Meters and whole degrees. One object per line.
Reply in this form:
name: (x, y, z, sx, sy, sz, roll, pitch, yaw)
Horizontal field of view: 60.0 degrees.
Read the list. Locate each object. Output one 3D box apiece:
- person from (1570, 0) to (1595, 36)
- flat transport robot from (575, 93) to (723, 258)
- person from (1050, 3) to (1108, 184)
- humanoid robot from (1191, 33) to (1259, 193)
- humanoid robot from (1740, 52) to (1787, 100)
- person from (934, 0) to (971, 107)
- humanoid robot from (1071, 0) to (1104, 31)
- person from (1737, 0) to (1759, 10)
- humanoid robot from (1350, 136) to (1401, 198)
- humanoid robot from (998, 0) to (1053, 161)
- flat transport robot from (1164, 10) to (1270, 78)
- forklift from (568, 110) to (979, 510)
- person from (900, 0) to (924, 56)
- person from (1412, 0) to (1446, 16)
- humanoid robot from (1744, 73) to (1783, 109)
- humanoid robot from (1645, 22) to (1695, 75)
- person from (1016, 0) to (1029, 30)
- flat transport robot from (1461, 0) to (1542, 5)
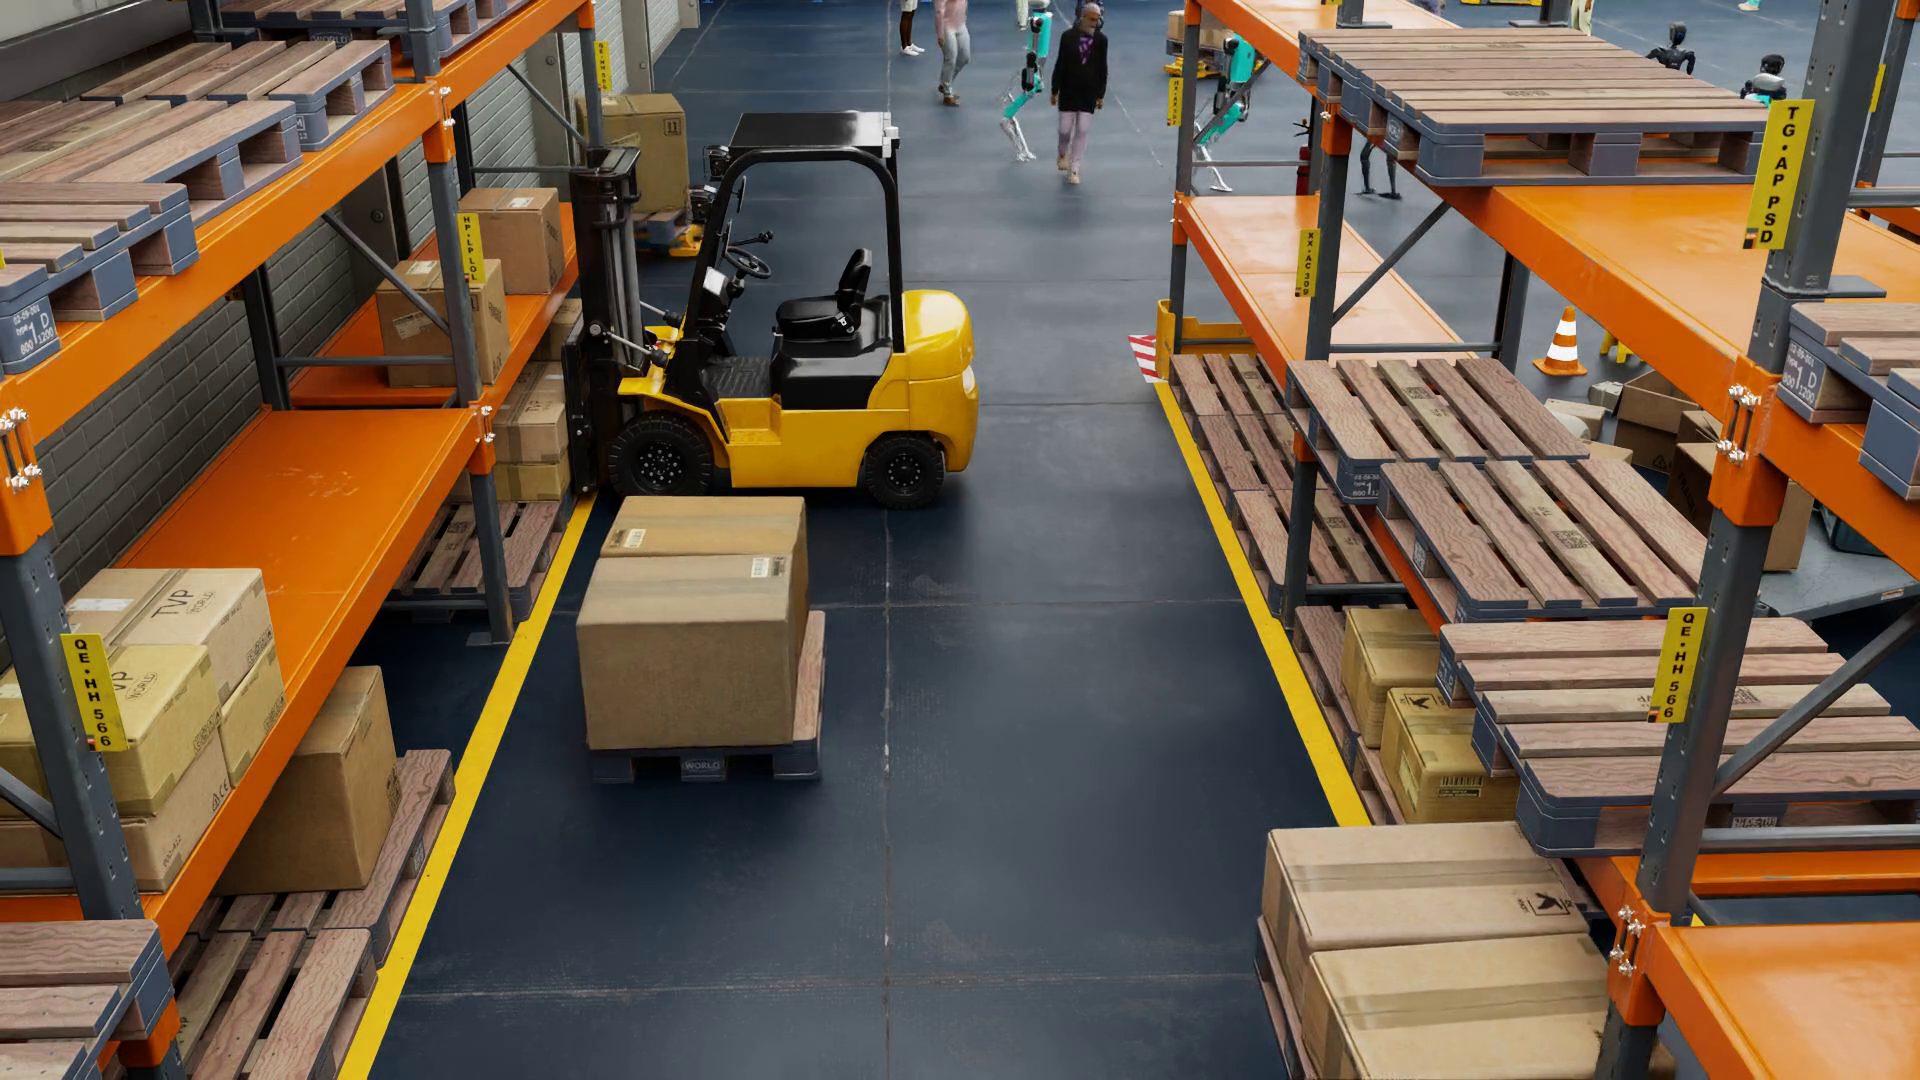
person: (8.909, -7.717, 23.748, 0.400, 1.893, 0.520, -4, 26, -8)
flat transport robot: (-2.948, -2.785, 15.202, 1.431, 0.231, 0.659, 4, 26, 9)
person: (1.234, -4.676, 17.385, 0.592, 1.823, 0.589, -1, 25, -2)
humanoid robot: (2.598, -4.444, 17.080, 0.854, 1.849, 0.548, 23, 33, 39)
humanoid robot: (7.358, -3.685, 15.477, 0.374, 1.642, 0.608, -11, 27, -21)
person: (-0.145, -6.481, 21.120, 0.538, 1.904, 0.664, 18, 31, 34)
humanoid robot: (1.809, -7.226, 22.977, 0.369, 1.649, 0.602, 19, 31, 35)
person: (14.028, -10.303, 29.203, 0.347, 1.913, 0.494, 7, 26, 15)
humanoid robot: (4.257, -4.264, 16.687, 0.509, 1.640, 0.583, 16, 30, 31)
humanoid robot: (0.672, -5.054, 18.319, 0.653, 1.822, 0.532, 7, 26, 15)
flat transport robot: (3.651, -6.766, 23.632, 1.431, 0.231, 0.659, -16, 30, -30)
forklift: (-1.043, -1.379, 9.976, 2.313, 2.155, 1.214, -1, 25, -2)
person: (-0.756, -8.231, 24.828, 0.377, 1.899, 0.544, 6, 26, 13)
person: (6.815, -7.873, 24.197, 0.658, 1.788, 0.829, 15, 29, 29)
humanoid robot: (6.803, -2.986, 13.904, 0.978, 1.737, 0.538, 15, 29, 28)
humanoid robot: (7.266, -4.572, 17.356, 0.589, 1.638, 0.453, -1, 25, -2)
person: (1.092, -9.293, 27.280, 0.560, 1.724, 0.723, 10, 27, 20)
flat transport robot: (9.834, -9.841, 30.144, 1.431, 0.231, 0.659, 6, 26, 13)
